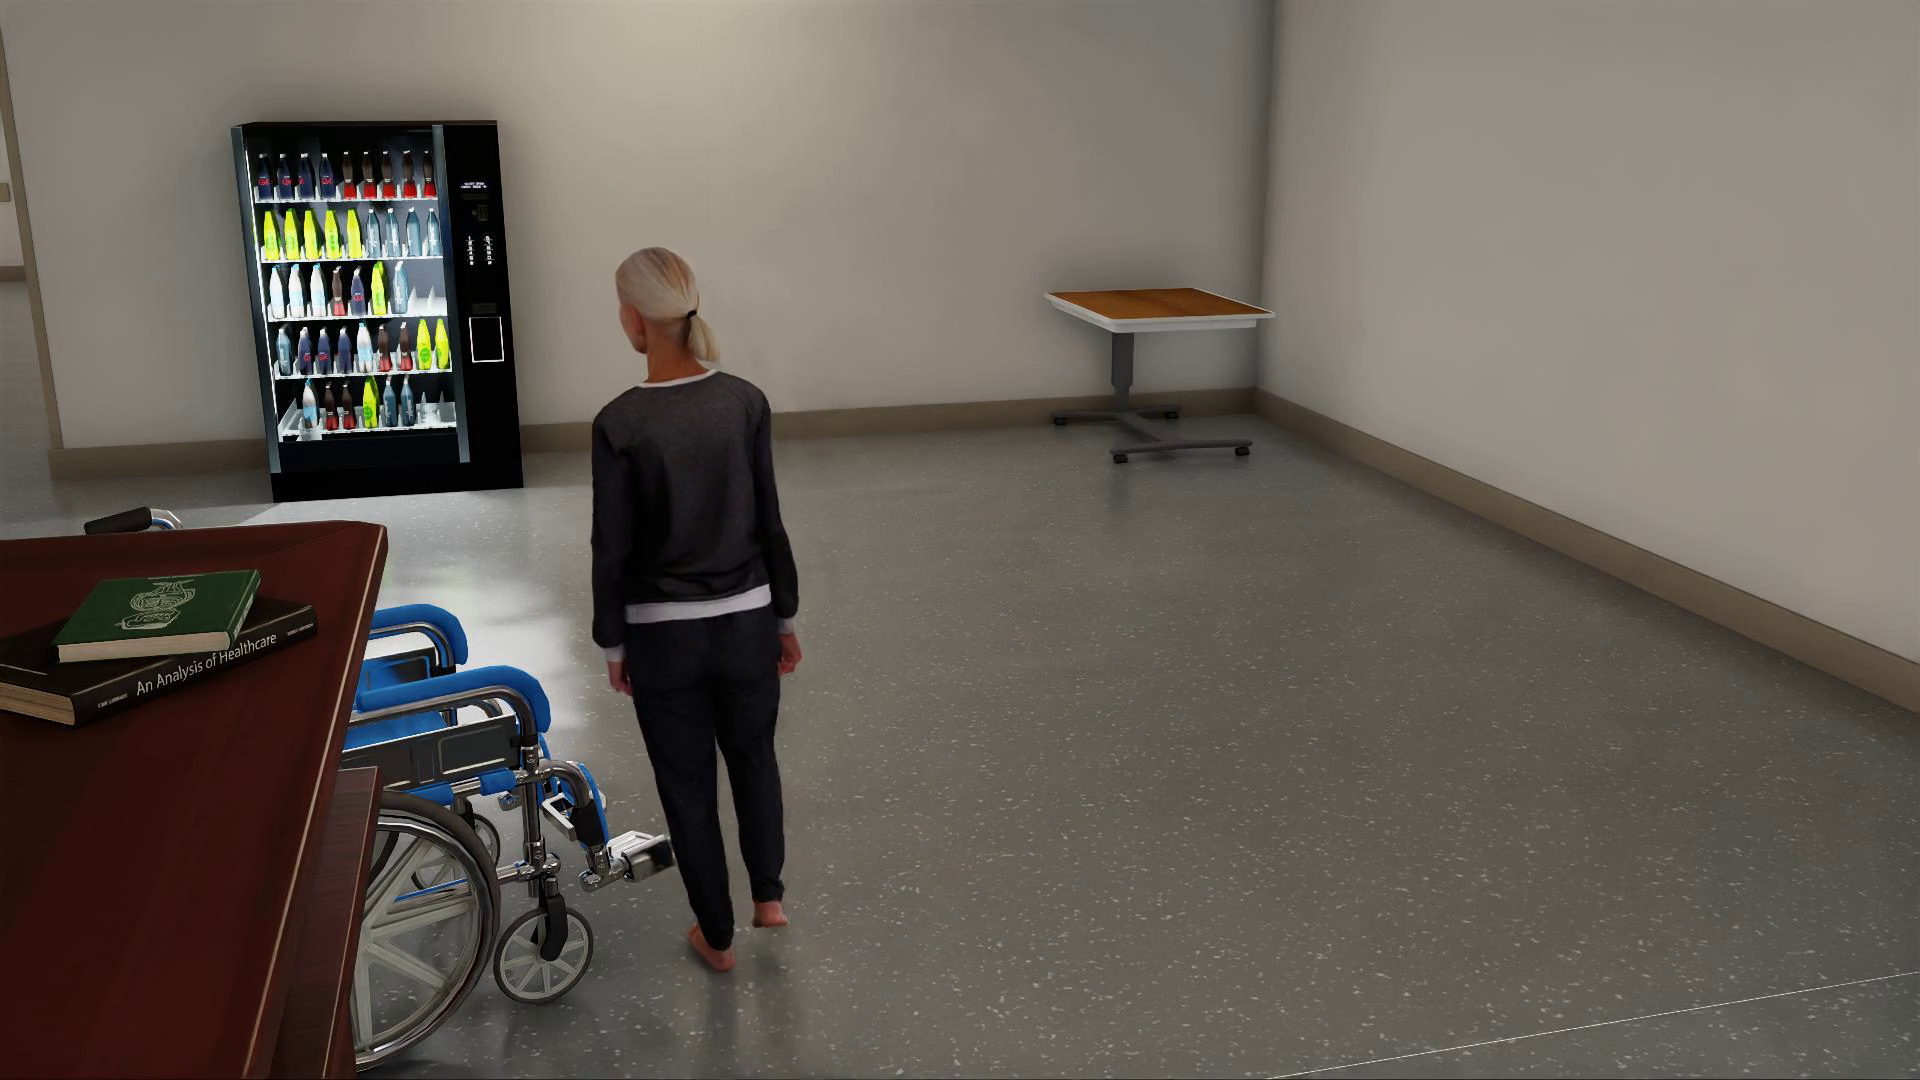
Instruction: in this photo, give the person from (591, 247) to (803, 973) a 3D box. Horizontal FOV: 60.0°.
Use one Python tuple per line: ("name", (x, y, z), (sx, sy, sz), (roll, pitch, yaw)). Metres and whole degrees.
("person", (-0.563, 0.213, 3.754), (0.590, 1.712, 0.734), (-7, 17, -22))
